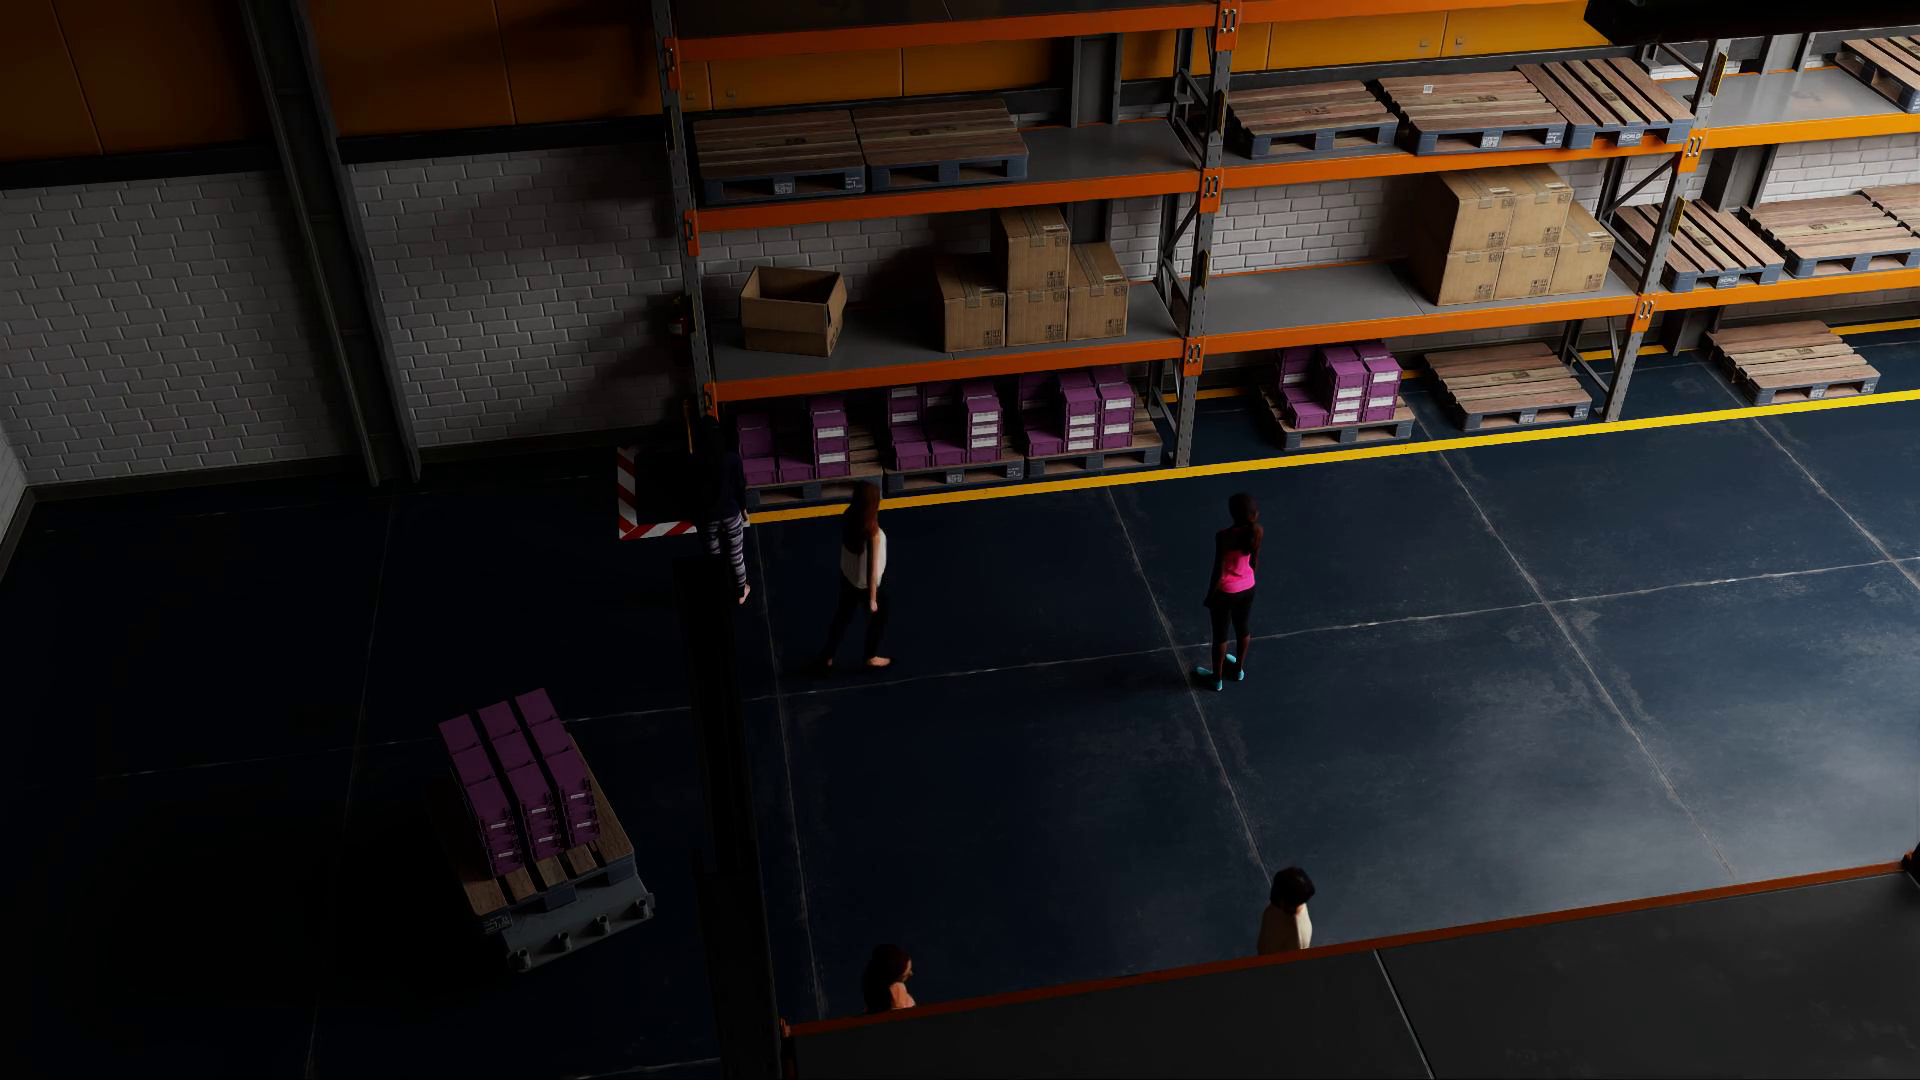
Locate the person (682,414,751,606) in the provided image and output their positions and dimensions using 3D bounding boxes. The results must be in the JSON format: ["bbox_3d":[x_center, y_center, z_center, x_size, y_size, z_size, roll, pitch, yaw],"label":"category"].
[{"bbox_3d":[-1.818,-0.207,12.500,0.446,1.735,0.659,-6,39,-7],"label":"person"}]

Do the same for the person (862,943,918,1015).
[{"bbox_3d":[-0.506,2.742,8.755,1.014,1.800,0.829,-23,44,-26],"label":"person"}]

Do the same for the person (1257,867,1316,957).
[{"bbox_3d":[1.800,2.386,9.373,0.547,1.586,0.620,0,39,0],"label":"person"}]

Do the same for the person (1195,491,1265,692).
[{"bbox_3d":[1.942,0.354,11.808,0.575,1.721,0.679,-18,42,-21],"label":"person"}]

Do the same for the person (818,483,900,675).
[{"bbox_3d":[-0.756,0.306,11.887,0.895,1.697,0.837,-29,47,-31],"label":"person"}]
